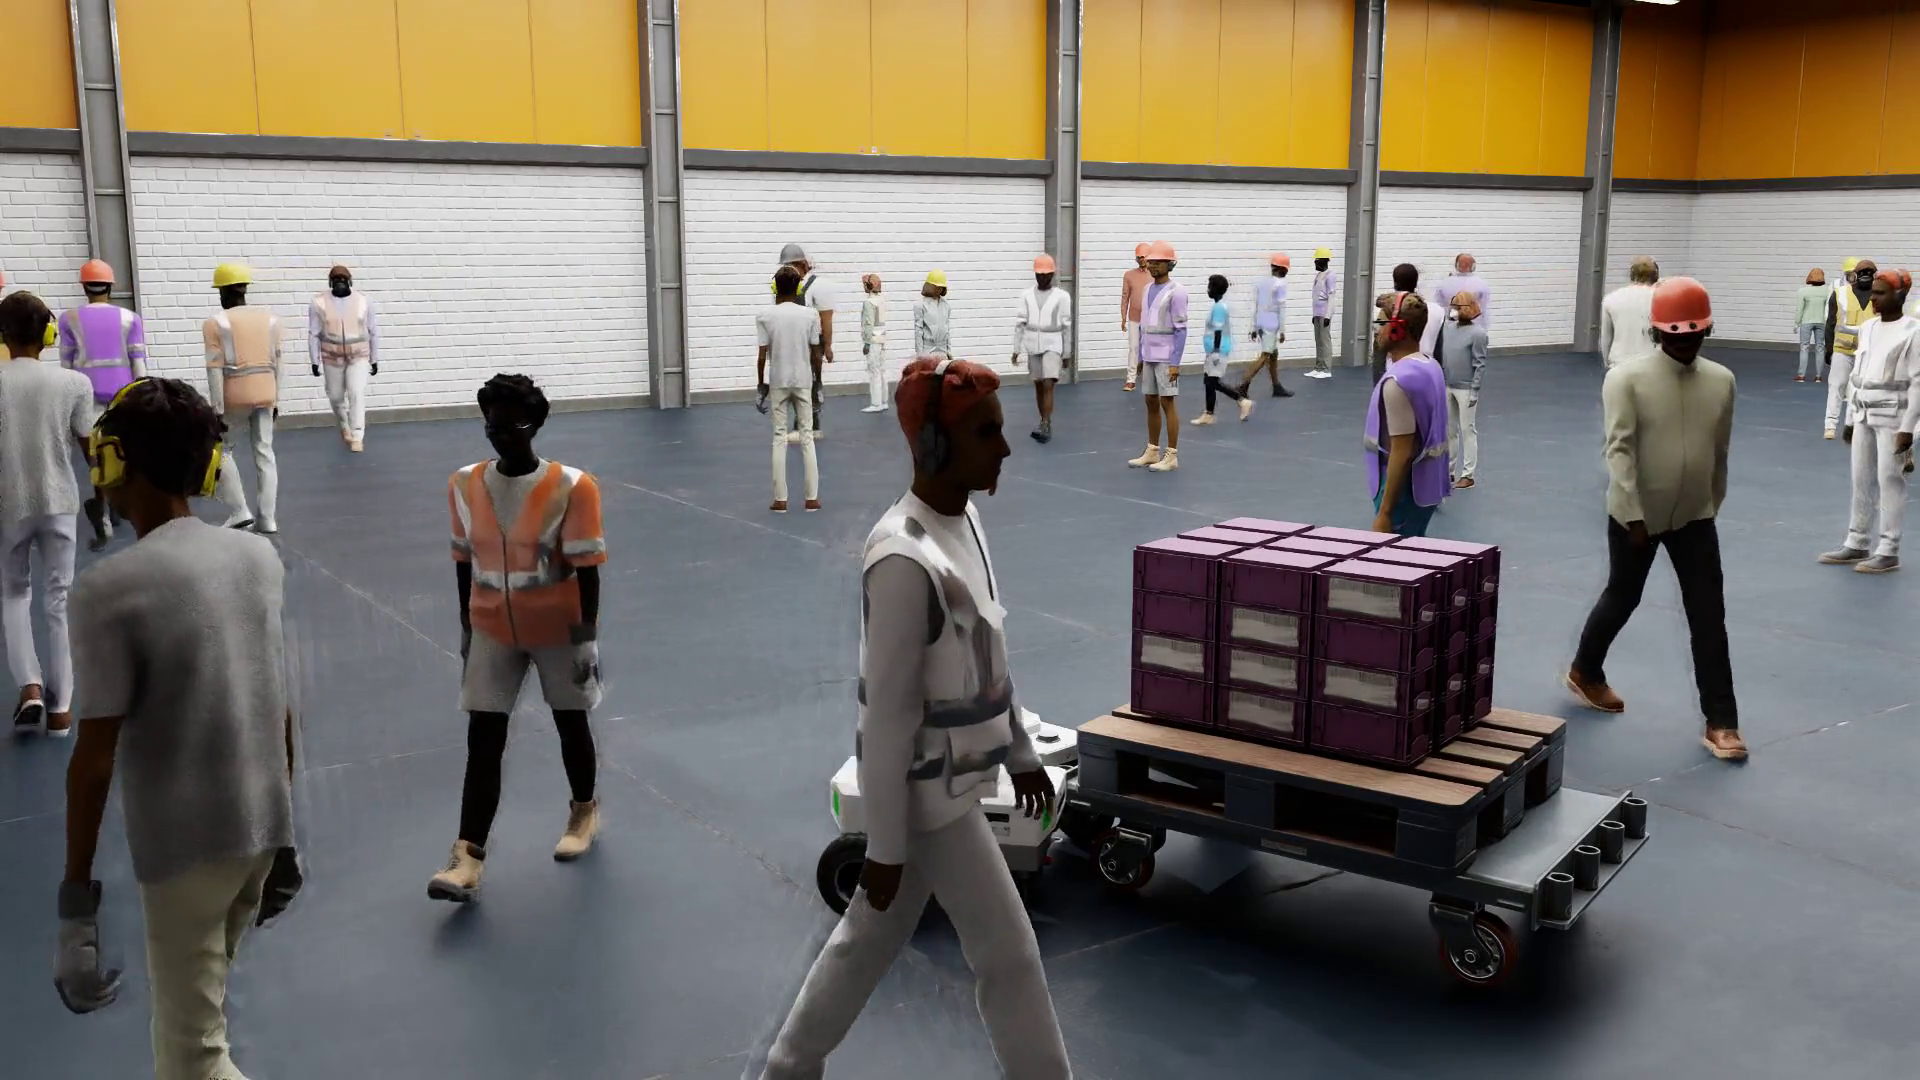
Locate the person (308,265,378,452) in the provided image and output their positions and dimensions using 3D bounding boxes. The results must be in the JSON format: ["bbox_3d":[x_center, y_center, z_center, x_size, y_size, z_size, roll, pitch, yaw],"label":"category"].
[{"bbox_3d":[-6.038,-1.789,16.324,0.631,1.816,0.817,-3,11,-17],"label":"person"}]

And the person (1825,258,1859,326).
[{"bbox_3d":[12.324,-3.010,23.111,0.579,1.777,0.891,7,13,34],"label":"person"}]

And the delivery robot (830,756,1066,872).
[{"bbox_3d":[-0.029,0.824,5.174,0.707,0.478,0.477,2,11,11],"label":"delivery robot"}]

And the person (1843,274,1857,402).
[{"bbox_3d":[11.254,-2.554,21.015,0.543,1.610,0.687,0,10,2],"label":"person"}]

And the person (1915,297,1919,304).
[{"bbox_3d":[10.253,-2.075,17.613,0.409,1.909,0.640,4,11,20],"label":"person"}]

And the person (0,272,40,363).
[{"bbox_3d":[-6.527,-0.916,11.260,0.580,1.898,0.900,-6,12,-29],"label":"person"}]

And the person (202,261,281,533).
[{"bbox_3d":[-5.021,-0.983,11.640,0.499,1.910,0.590,8,13,37],"label":"person"}]

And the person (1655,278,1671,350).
[{"bbox_3d":[7.705,-2.049,18.225,0.281,1.631,0.506,3,11,18],"label":"person"}]

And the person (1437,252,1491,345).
[{"bbox_3d":[6.096,-2.537,20.196,0.649,1.890,0.564,8,13,36],"label":"person"}]

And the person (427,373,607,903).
[{"bbox_3d":[-1.388,0.303,5.255,0.545,1.645,0.870,1,10,8],"label":"person"}]

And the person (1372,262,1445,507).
[{"bbox_3d":[3.496,-1.204,12.920,0.602,1.890,0.885,-1,10,-4],"label":"person"}]

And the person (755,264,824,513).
[{"bbox_3d":[-1.286,-1.137,12.573,0.519,1.874,0.331,-1,10,-7],"label":"person"}]

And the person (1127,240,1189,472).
[{"bbox_3d":[1.757,-1.627,14.780,0.368,2.045,0.614,-6,12,-29],"label":"person"}]

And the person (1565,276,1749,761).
[{"bbox_3d":[2.902,-0.129,6.934,0.604,1.933,0.990,-1,10,-6],"label":"person"}]

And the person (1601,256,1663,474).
[{"bbox_3d":[6.014,-1.551,14.777,0.637,1.893,0.969,7,12,33],"label":"person"}]

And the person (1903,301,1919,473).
[{"bbox_3d":[8.485,-1.445,14.400,0.760,1.825,0.618,-8,13,-38],"label":"person"}]

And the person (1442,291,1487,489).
[{"bbox_3d":[4.140,-1.243,13.805,0.285,1.633,0.500,-5,11,-25],"label":"person"}]

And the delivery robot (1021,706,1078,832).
[{"bbox_3d":[0.106,0.726,5.710,0.707,0.478,0.477,10,14,43],"label":"delivery robot"}]

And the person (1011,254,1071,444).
[{"bbox_3d":[0.801,-1.919,16.800,0.550,1.895,0.949,4,11,22],"label":"person"}]

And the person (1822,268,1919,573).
[{"bbox_3d":[5.726,-0.737,10.344,0.337,1.882,0.582,-2,11,-11],"label":"person"}]

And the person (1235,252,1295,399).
[{"bbox_3d":[3.908,-2.743,21.363,0.941,1.891,0.592,-4,11,-23],"label":"person"}]

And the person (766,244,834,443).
[{"bbox_3d":[-1.686,-1.997,16.823,0.696,2.000,0.875,9,13,40],"label":"person"}]

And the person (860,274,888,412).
[{"bbox_3d":[-1.022,-2.333,19.766,0.310,1.638,0.523,3,11,17],"label":"person"}]

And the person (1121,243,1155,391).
[{"bbox_3d":[2.471,-2.997,22.428,0.624,1.992,0.390,3,11,16],"label":"person"}]

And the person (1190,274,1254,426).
[{"bbox_3d":[2.876,-2.066,18.183,0.606,1.674,0.538,1,10,6],"label":"person"}]

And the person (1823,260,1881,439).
[{"bbox_3d":[9.191,-1.938,17.041,0.619,1.845,0.430,4,11,20],"label":"person"}]

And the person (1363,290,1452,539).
[{"bbox_3d":[1.950,-0.160,7.282,0.373,1.843,0.570,6,12,28],"label":"person"}]

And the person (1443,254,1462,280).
[{"bbox_3d":[7.624,-3.427,25.294,0.918,1.803,0.533,-9,14,-42],"label":"person"}]

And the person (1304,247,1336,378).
[{"bbox_3d":[5.340,-3.352,24.560,0.366,1.927,0.591,-2,10,-10],"label":"person"}]

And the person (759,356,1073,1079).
[{"bbox_3d":[-0.046,0.523,3.575,0.985,1.841,0.576,1,10,6],"label":"person"}]

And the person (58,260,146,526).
[{"bbox_3d":[-6.263,-1.078,12.167,0.547,1.907,0.842,-6,12,-31],"label":"person"}]

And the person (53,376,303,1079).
[{"bbox_3d":[-1.336,0.617,3.109,0.722,1.818,0.620,4,11,19],"label":"person"}]

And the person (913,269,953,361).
[{"bbox_3d":[-0.267,-1.977,17.549,0.484,1.737,0.305,-9,14,-41],"label":"person"}]

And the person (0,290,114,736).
[{"bbox_3d":[-3.851,-0.103,6.939,0.564,1.852,0.415,-5,11,-26],"label":"person"}]

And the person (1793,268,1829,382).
[{"bbox_3d":[12.246,-3.082,23.888,0.497,1.633,0.285,2,10,8],"label":"person"}]
